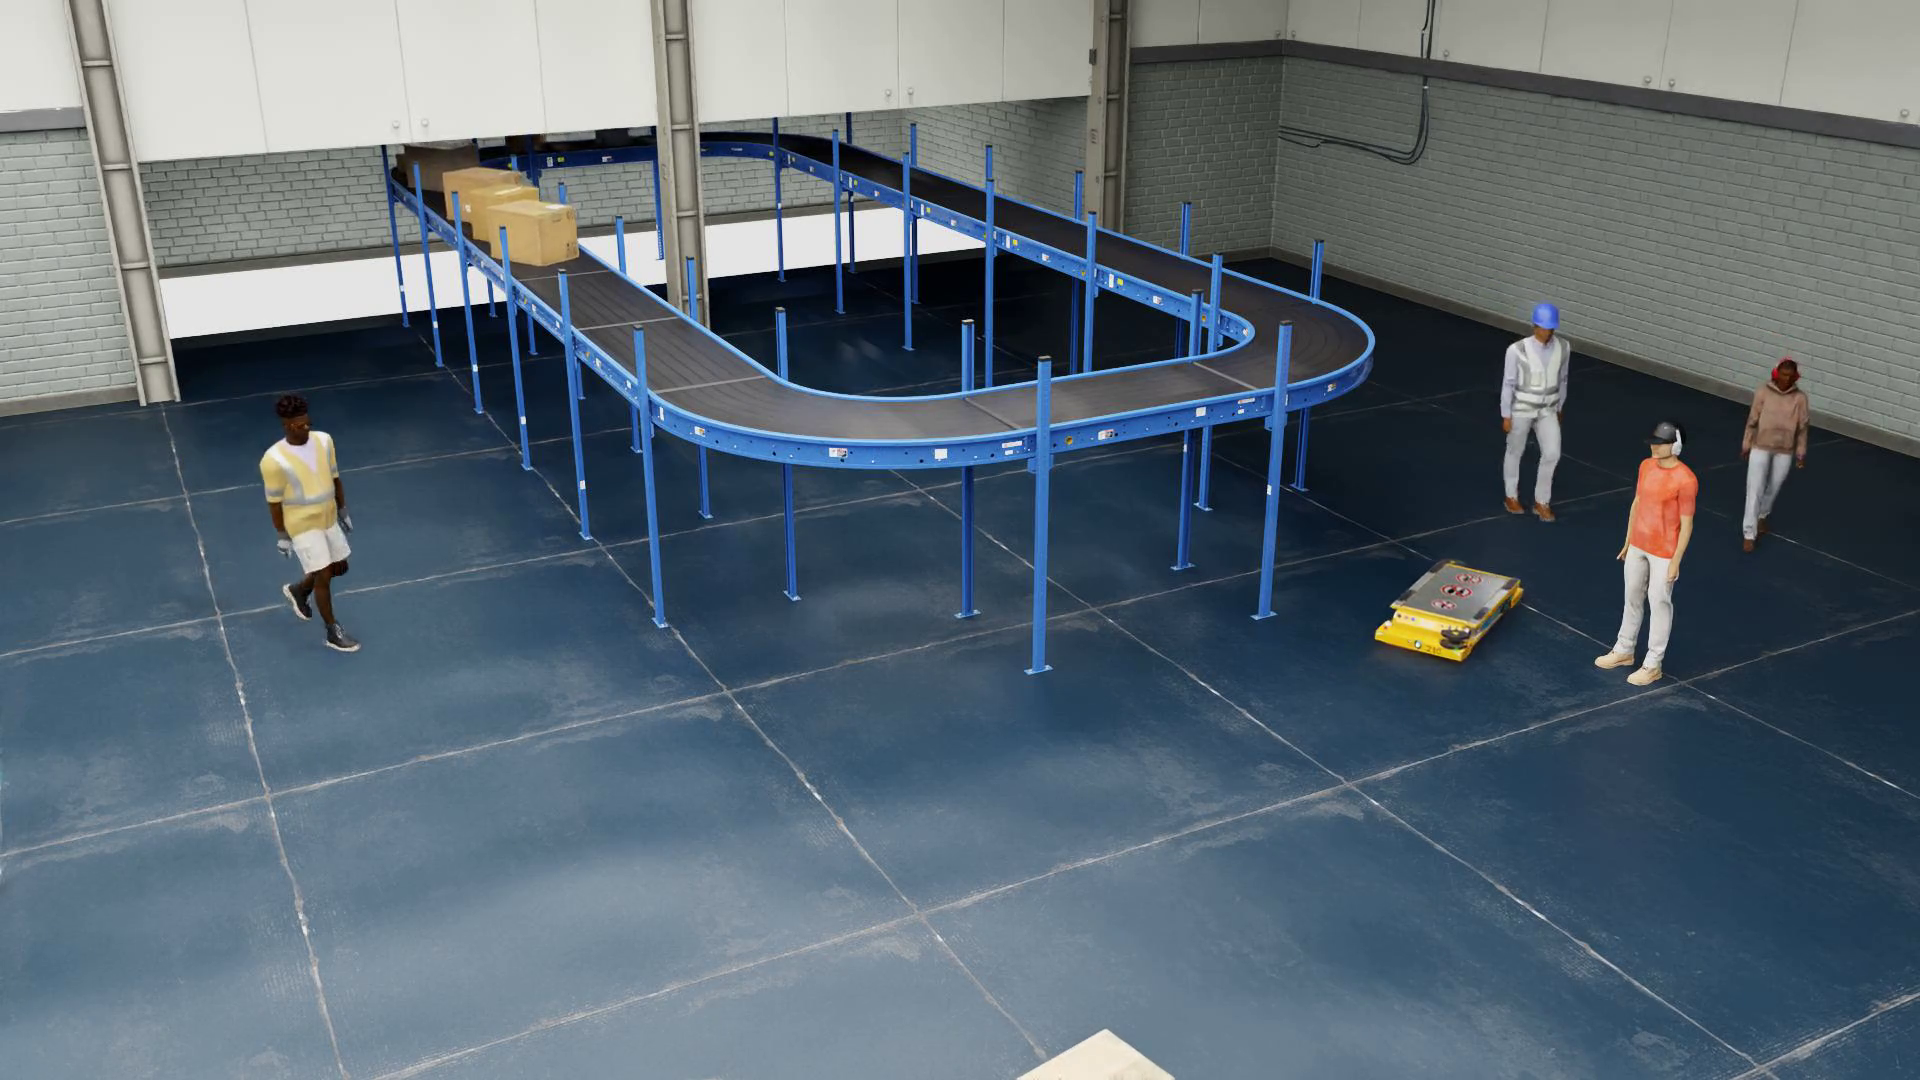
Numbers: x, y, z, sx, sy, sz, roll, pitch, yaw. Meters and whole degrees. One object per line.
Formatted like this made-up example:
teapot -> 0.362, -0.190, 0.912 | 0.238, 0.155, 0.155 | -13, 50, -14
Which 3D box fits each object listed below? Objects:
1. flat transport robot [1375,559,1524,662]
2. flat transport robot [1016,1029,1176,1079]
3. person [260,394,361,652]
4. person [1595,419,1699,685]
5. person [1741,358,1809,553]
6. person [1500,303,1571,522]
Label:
flat transport robot -> 3.729, 0.516, 12.601 | 0.659, 0.231, 1.431 | 15, 26, 32
flat transport robot -> 0.614, 2.972, 6.528 | 1.431, 0.231, 0.659 | -17, 28, -36
person -> -4.725, -0.153, 12.027 | 0.698, 1.937, 0.616 | 10, 24, 24
person -> 4.760, 0.081, 11.487 | 0.410, 1.910, 0.480 | -10, 24, -23
person -> 6.820, -0.746, 13.949 | 0.476, 1.640, 0.752 | 7, 23, 16
person -> 4.983, -1.086, 14.353 | 0.638, 1.920, 0.737 | -3, 22, -8
